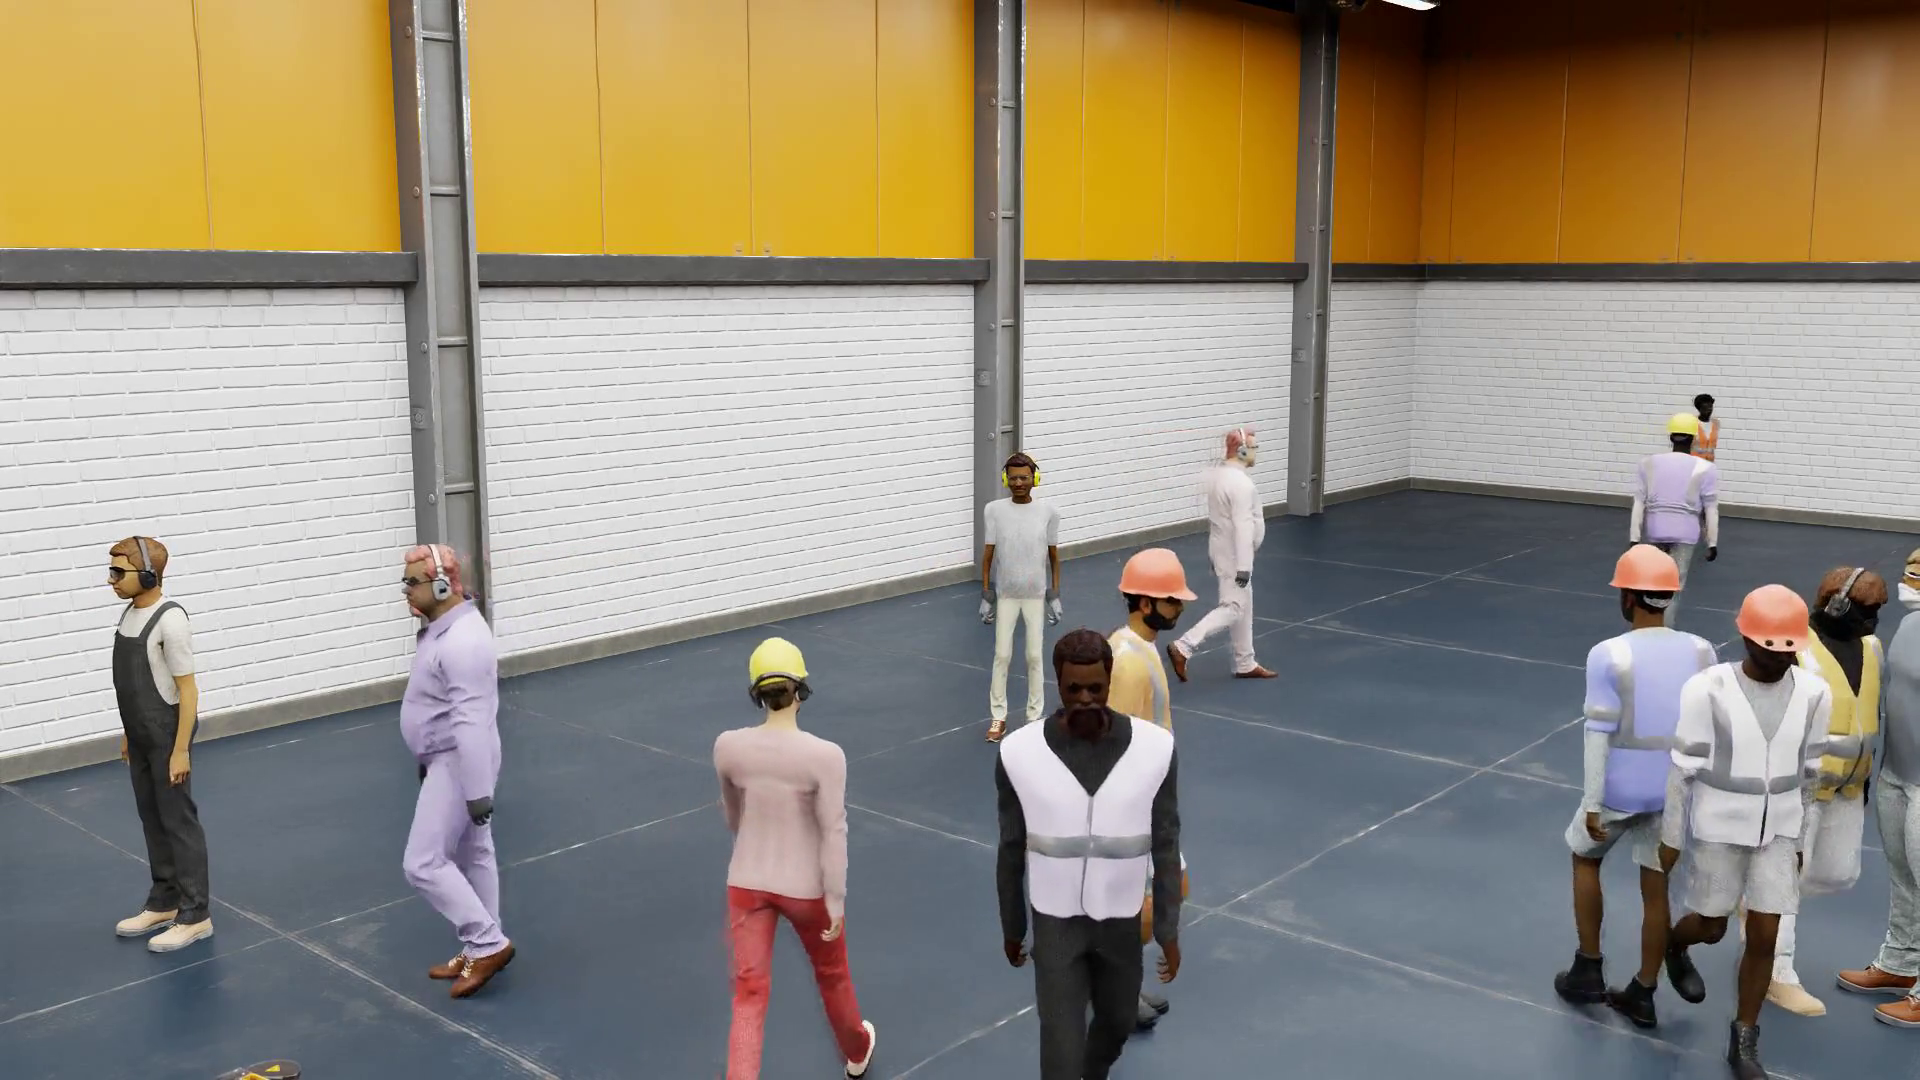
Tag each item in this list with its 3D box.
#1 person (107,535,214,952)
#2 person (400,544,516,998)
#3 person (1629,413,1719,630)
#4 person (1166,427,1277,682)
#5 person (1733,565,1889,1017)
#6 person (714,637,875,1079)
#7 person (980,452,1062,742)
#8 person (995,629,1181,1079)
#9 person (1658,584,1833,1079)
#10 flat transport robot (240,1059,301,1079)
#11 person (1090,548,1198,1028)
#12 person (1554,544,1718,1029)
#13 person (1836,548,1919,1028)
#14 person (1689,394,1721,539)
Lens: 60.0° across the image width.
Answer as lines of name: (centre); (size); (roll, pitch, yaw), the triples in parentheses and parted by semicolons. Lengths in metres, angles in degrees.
person: (-3.569, 0.890, 7.377); (0.514, 1.844, 0.333); (7, 11, 38)
person: (-2.113, 0.947, 6.897); (0.432, 1.893, 0.660); (-3, 9, -17)
person: (5.665, -0.053, 13.107); (0.611, 1.896, 0.823); (8, 12, 40)
person: (1.926, 0.118, 12.116); (0.801, 1.886, 0.656); (-1, 9, -5)
person: (3.470, 0.987, 6.879); (0.686, 1.815, 0.581); (-3, 10, -19)
person: (-0.613, 1.199, 5.844); (0.519, 1.711, 0.890); (2, 9, 15)
person: (0.390, 0.364, 10.609); (0.526, 1.869, 0.315); (0, 9, 2)
person: (0.403, 1.185, 5.404); (0.588, 1.891, 0.877); (0, 9, -3)
person: (2.908, 1.049, 6.269); (0.553, 1.897, 0.768); (1, 9, 3)
flat transport robot: (-2.533, 2.031, 5.146); (0.652, 0.197, 1.431); (6, 11, 32)
person: (0.714, 0.978, 6.581); (0.417, 1.919, 0.558); (1, 9, 3)
person: (2.690, 0.965, 6.674); (0.549, 1.916, 0.586); (-1, 9, -4)
person: (3.845, 0.963, 6.635); (0.369, 1.939, 0.631); (1, 9, 4)
person: (8.308, -0.825, 18.714); (0.549, 1.648, 0.822); (-2, 9, -11)
